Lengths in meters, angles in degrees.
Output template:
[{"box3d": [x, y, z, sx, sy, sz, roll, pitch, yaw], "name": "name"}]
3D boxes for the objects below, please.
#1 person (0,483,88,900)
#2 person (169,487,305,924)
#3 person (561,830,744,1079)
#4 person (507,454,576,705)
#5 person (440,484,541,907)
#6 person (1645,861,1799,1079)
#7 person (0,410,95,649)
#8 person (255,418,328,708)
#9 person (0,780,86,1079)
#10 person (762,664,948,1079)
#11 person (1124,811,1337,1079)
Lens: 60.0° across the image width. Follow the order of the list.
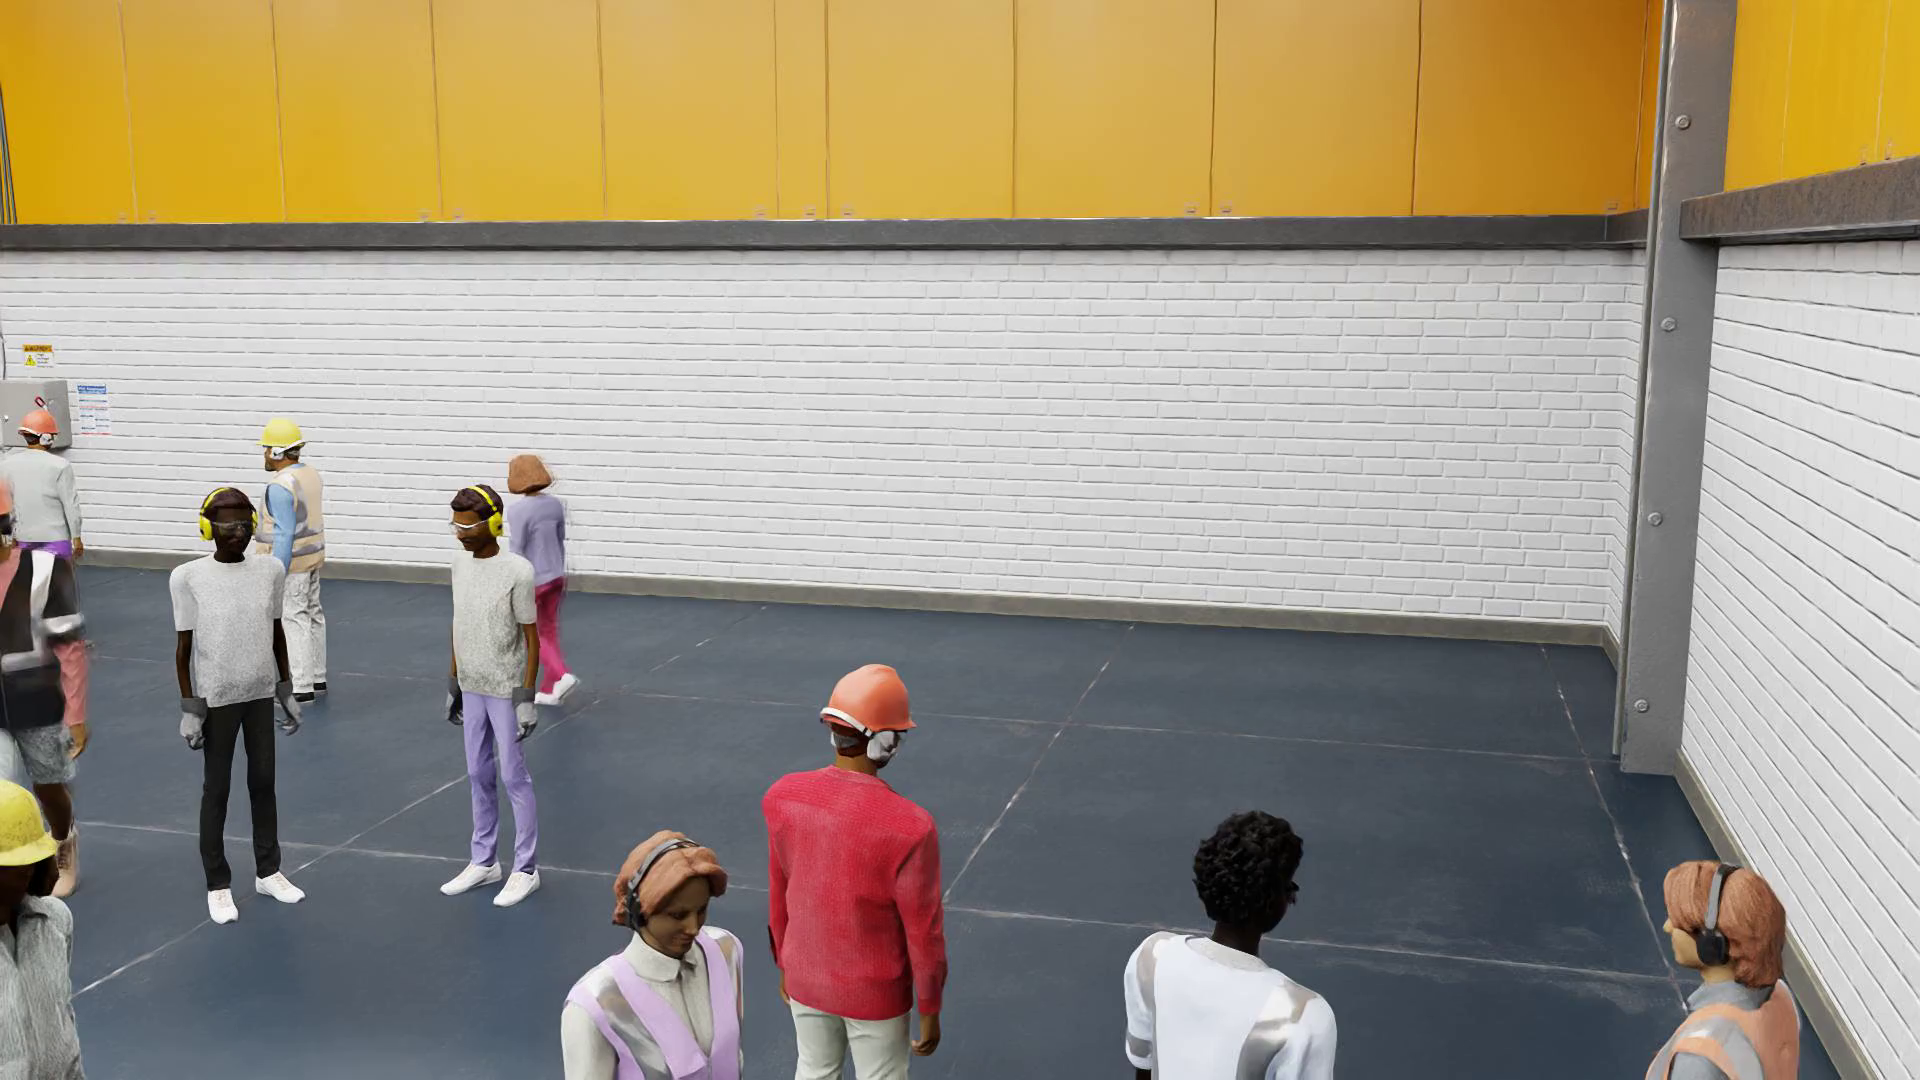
[{"box3d": [-3.964, 0.677, 6.953, 0.605, 2.001, 1.044, -4, 10, -22], "name": "person"}, {"box3d": [-3.110, 0.695, 7.186, 0.329, 1.872, 0.509, 9, 13, 41], "name": "person"}, {"box3d": [-0.633, 1.419, 3.597, 0.310, 1.639, 0.514, 6, 12, 33], "name": "person"}, {"box3d": [-2.615, 0.266, 10.431, 0.408, 1.616, 0.517, 5, 11, 25], "name": "person"}, {"box3d": [-2.067, 0.676, 7.315, 0.519, 1.865, 0.328, 5, 11, 29], "name": "person"}, {"box3d": [1.545, 1.456, 3.414, 0.315, 1.632, 0.518, 8, 12, 39], "name": "person"}, {"box3d": [-6.573, -0.061, 11.975, 0.573, 1.749, 0.339, 1, 10, 7], "name": "person"}, {"box3d": [-4.242, 0.142, 10.543, 0.403, 1.835, 0.588, 0, 10, -1], "name": "person"}, {"box3d": [-2.065, 1.362, 3.633, 0.324, 1.740, 0.492, 2, 10, 12], "name": "person"}, {"box3d": [-0.275, 1.198, 4.612, 0.575, 1.738, 0.351, 6, 11, 31], "name": "person"}, {"box3d": [0.569, 1.404, 3.548, 0.319, 1.687, 0.538, -9, 13, -42], "name": "person"}]
